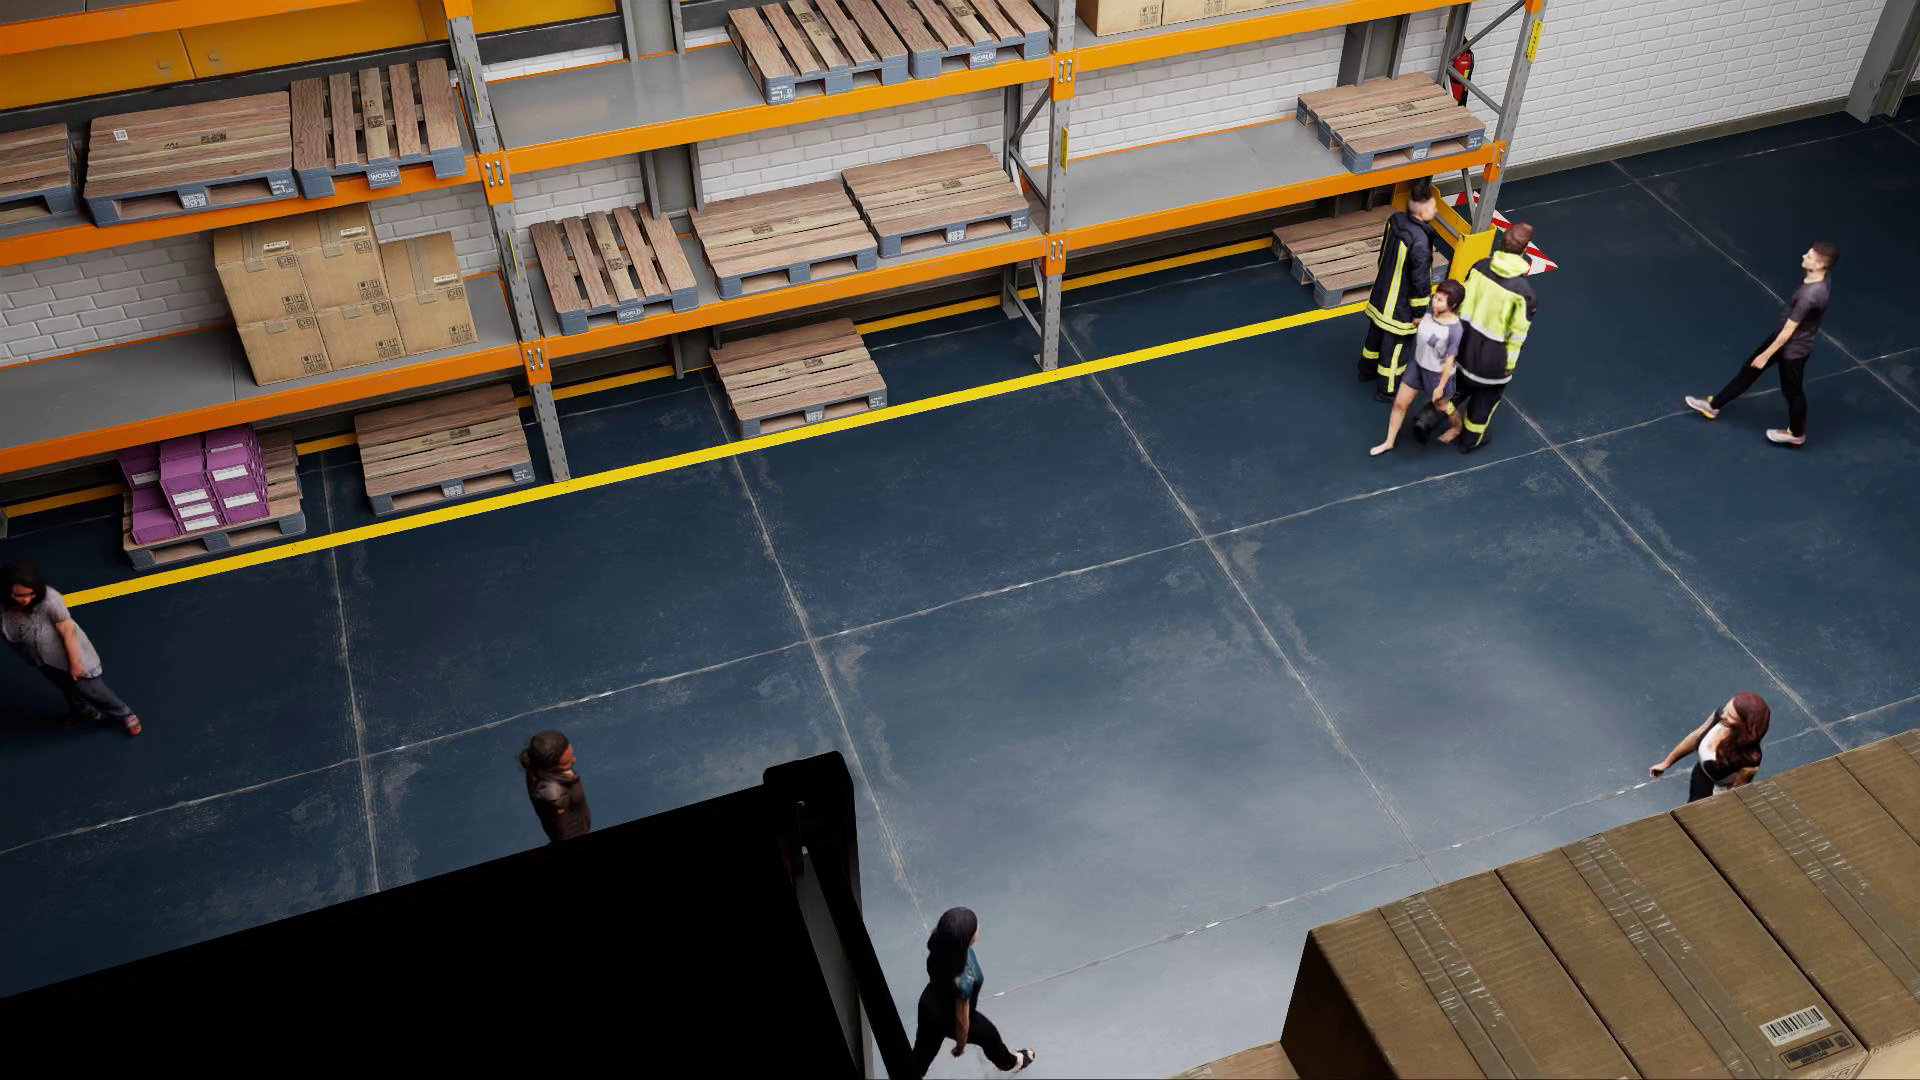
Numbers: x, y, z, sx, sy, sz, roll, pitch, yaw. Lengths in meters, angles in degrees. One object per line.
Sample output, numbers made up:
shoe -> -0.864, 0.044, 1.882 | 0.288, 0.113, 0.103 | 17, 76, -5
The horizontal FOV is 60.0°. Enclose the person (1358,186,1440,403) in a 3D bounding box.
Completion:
person -> 3.398, -1.922, 12.818 | 0.697, 1.866, 0.768 | -11, 45, -11

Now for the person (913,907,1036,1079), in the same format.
person -> -0.123, 2.430, 8.383 | 1.135, 1.683, 0.660 | -19, 47, -19

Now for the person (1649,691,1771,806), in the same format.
person -> 4.279, 1.462, 9.355 | 1.234, 1.744, 0.899 | 2, 44, 2

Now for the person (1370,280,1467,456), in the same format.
person -> 3.581, -1.278, 12.387 | 1.009, 1.529, 0.596 | -17, 46, -17

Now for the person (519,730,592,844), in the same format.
person -> -2.191, 1.608, 9.260 | 0.588, 1.663, 0.649 | -14, 45, -14

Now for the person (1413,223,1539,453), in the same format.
person -> 3.791, -1.404, 12.209 | 1.071, 1.958, 0.923 | -25, 49, -24

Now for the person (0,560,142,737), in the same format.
person -> -5.669, 0.628, 10.353 | 0.851, 1.574, 0.913 | 29, 51, 27

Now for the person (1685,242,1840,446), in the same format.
person -> 6.255, -1.408, 12.390 | 1.211, 1.713, 1.136 | 17, 46, 17
